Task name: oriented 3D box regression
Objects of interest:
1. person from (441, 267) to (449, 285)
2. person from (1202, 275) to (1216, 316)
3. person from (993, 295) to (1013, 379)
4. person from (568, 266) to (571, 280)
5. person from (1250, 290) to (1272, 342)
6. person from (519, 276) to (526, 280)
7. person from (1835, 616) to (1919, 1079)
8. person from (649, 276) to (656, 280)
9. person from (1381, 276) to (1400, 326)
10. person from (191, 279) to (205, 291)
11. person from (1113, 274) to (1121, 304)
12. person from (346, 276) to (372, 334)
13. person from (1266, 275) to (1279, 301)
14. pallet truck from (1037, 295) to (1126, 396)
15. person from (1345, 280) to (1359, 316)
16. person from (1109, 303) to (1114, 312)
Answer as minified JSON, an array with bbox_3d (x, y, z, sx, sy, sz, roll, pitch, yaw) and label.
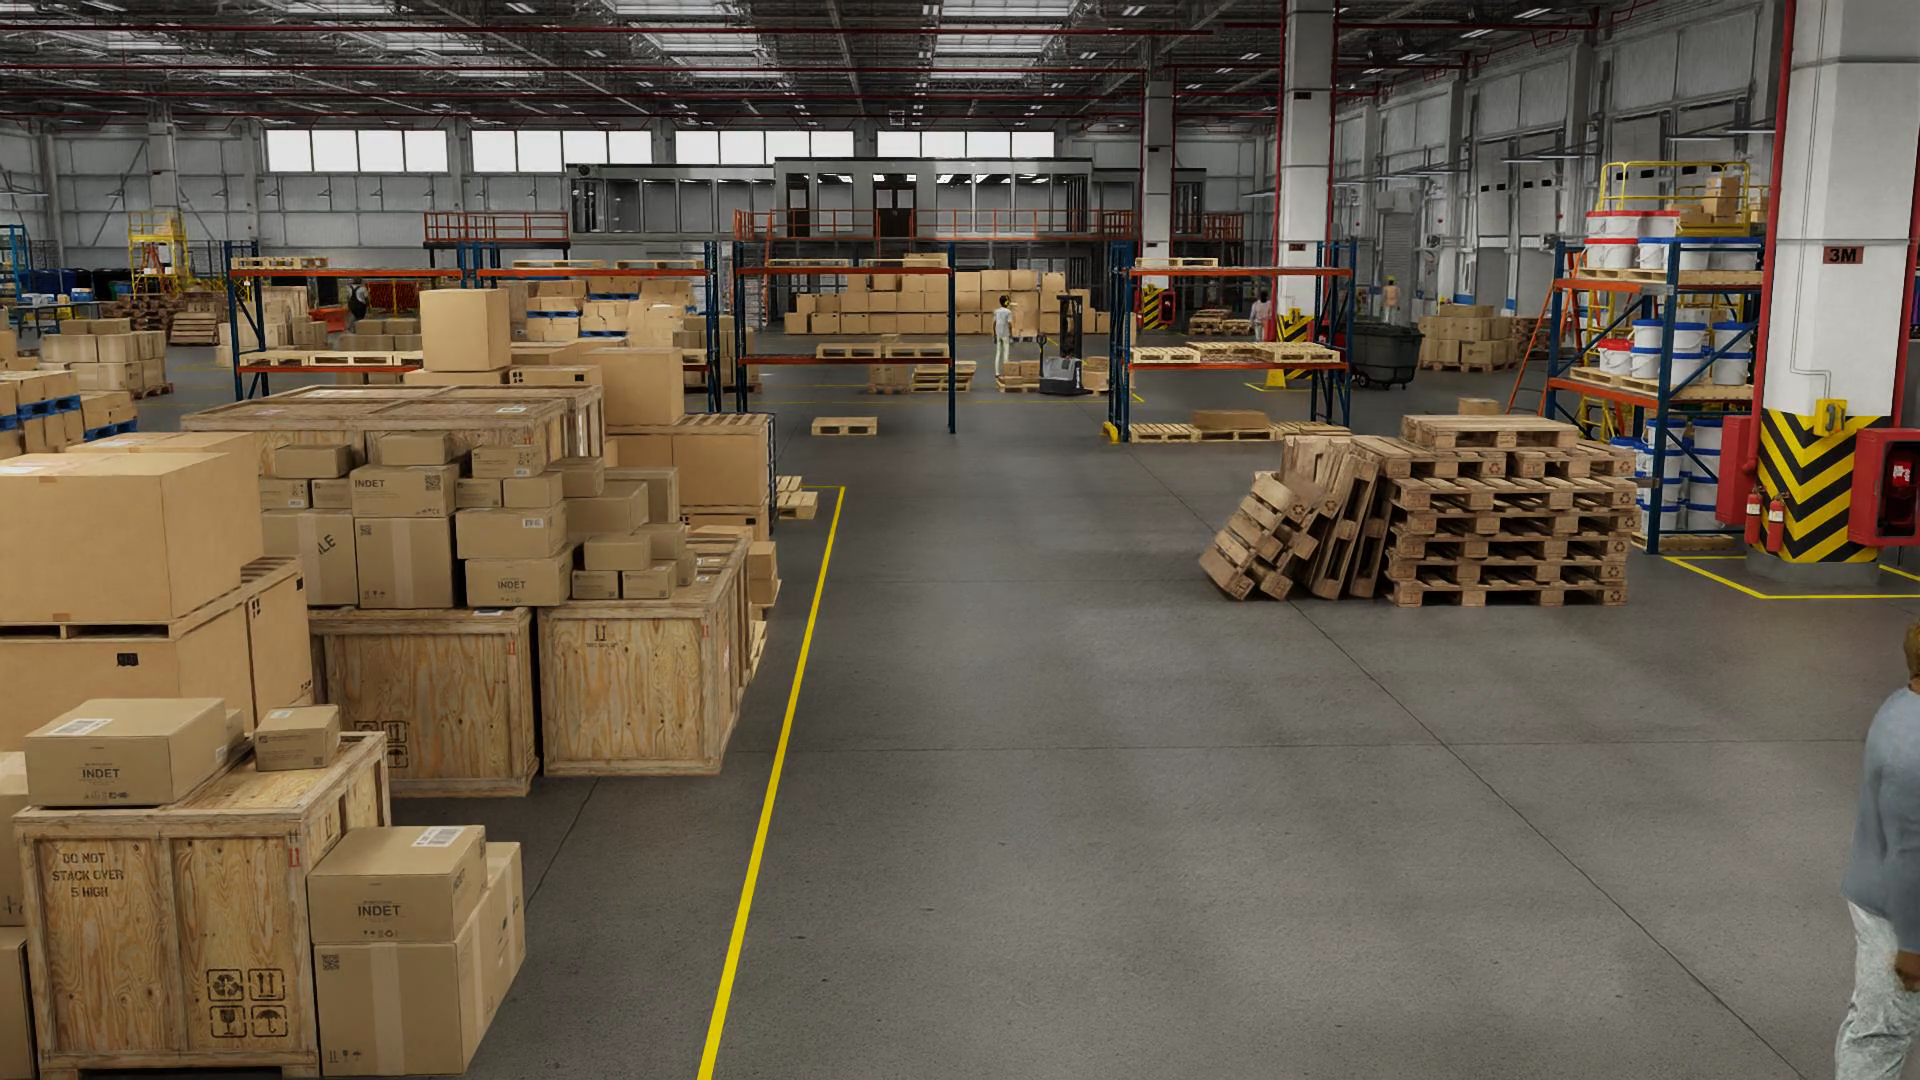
[{"bbox_3d":[-22.991,-11.235,74.339,0.354,1.887,0.573,-8,13,-36],"label":"person"},{"bbox_3d":[8.749,-8.505,58.895,0.823,1.960,0.641,5,11,24],"label":"person"},{"bbox_3d":[0.957,-4.478,36.746,0.514,1.871,0.327,8,13,39],"label":"person"},{"bbox_3d":[-17.832,-11.613,76.330,0.590,1.926,0.388,-9,13,-41],"label":"person"},{"bbox_3d":[7.718,-5.463,42.403,0.631,1.814,0.841,4,11,20],"label":"person"},{"bbox_3d":[-15.629,-8.603,59.587,0.547,1.922,0.397,-3,11,-16],"label":"person"},{"bbox_3d":[2.948,1.155,5.172,0.375,1.940,0.627,6,12,30],"label":"person"},{"bbox_3d":[-10.248,-7.910,55.448,0.623,2.016,0.670,-4,11,-19],"label":"person"},{"bbox_3d":[14.377,-7.861,55.508,0.645,1.897,0.637,2,10,10],"label":"person"},{"bbox_3d":[-26.672,-8.299,58.422,0.546,1.715,0.920,2,10,10],"label":"person"},{"bbox_3d":[6.177,-9.510,64.910,0.430,1.836,0.641,-9,13,-41],"label":"person"},{"bbox_3d":[-18.796,-7.326,52.131,0.704,2.000,1.024,3,11,18],"label":"person"},{"bbox_3d":[14.004,-11.311,74.632,0.611,1.937,0.535,1,10,5],"label":"person"},{"bbox_3d":[2.483,-3.881,33.060,1.885,1.965,0.823,-7,13,-36],"label":"pallet truck"},{"bbox_3d":[13.845,-8.355,58.849,0.553,1.680,0.465,-4,11,-20],"label":"person"},{"bbox_3d":[6.219,-9.598,65.708,0.946,1.714,0.527,8,13,37],"label":"person"}]
